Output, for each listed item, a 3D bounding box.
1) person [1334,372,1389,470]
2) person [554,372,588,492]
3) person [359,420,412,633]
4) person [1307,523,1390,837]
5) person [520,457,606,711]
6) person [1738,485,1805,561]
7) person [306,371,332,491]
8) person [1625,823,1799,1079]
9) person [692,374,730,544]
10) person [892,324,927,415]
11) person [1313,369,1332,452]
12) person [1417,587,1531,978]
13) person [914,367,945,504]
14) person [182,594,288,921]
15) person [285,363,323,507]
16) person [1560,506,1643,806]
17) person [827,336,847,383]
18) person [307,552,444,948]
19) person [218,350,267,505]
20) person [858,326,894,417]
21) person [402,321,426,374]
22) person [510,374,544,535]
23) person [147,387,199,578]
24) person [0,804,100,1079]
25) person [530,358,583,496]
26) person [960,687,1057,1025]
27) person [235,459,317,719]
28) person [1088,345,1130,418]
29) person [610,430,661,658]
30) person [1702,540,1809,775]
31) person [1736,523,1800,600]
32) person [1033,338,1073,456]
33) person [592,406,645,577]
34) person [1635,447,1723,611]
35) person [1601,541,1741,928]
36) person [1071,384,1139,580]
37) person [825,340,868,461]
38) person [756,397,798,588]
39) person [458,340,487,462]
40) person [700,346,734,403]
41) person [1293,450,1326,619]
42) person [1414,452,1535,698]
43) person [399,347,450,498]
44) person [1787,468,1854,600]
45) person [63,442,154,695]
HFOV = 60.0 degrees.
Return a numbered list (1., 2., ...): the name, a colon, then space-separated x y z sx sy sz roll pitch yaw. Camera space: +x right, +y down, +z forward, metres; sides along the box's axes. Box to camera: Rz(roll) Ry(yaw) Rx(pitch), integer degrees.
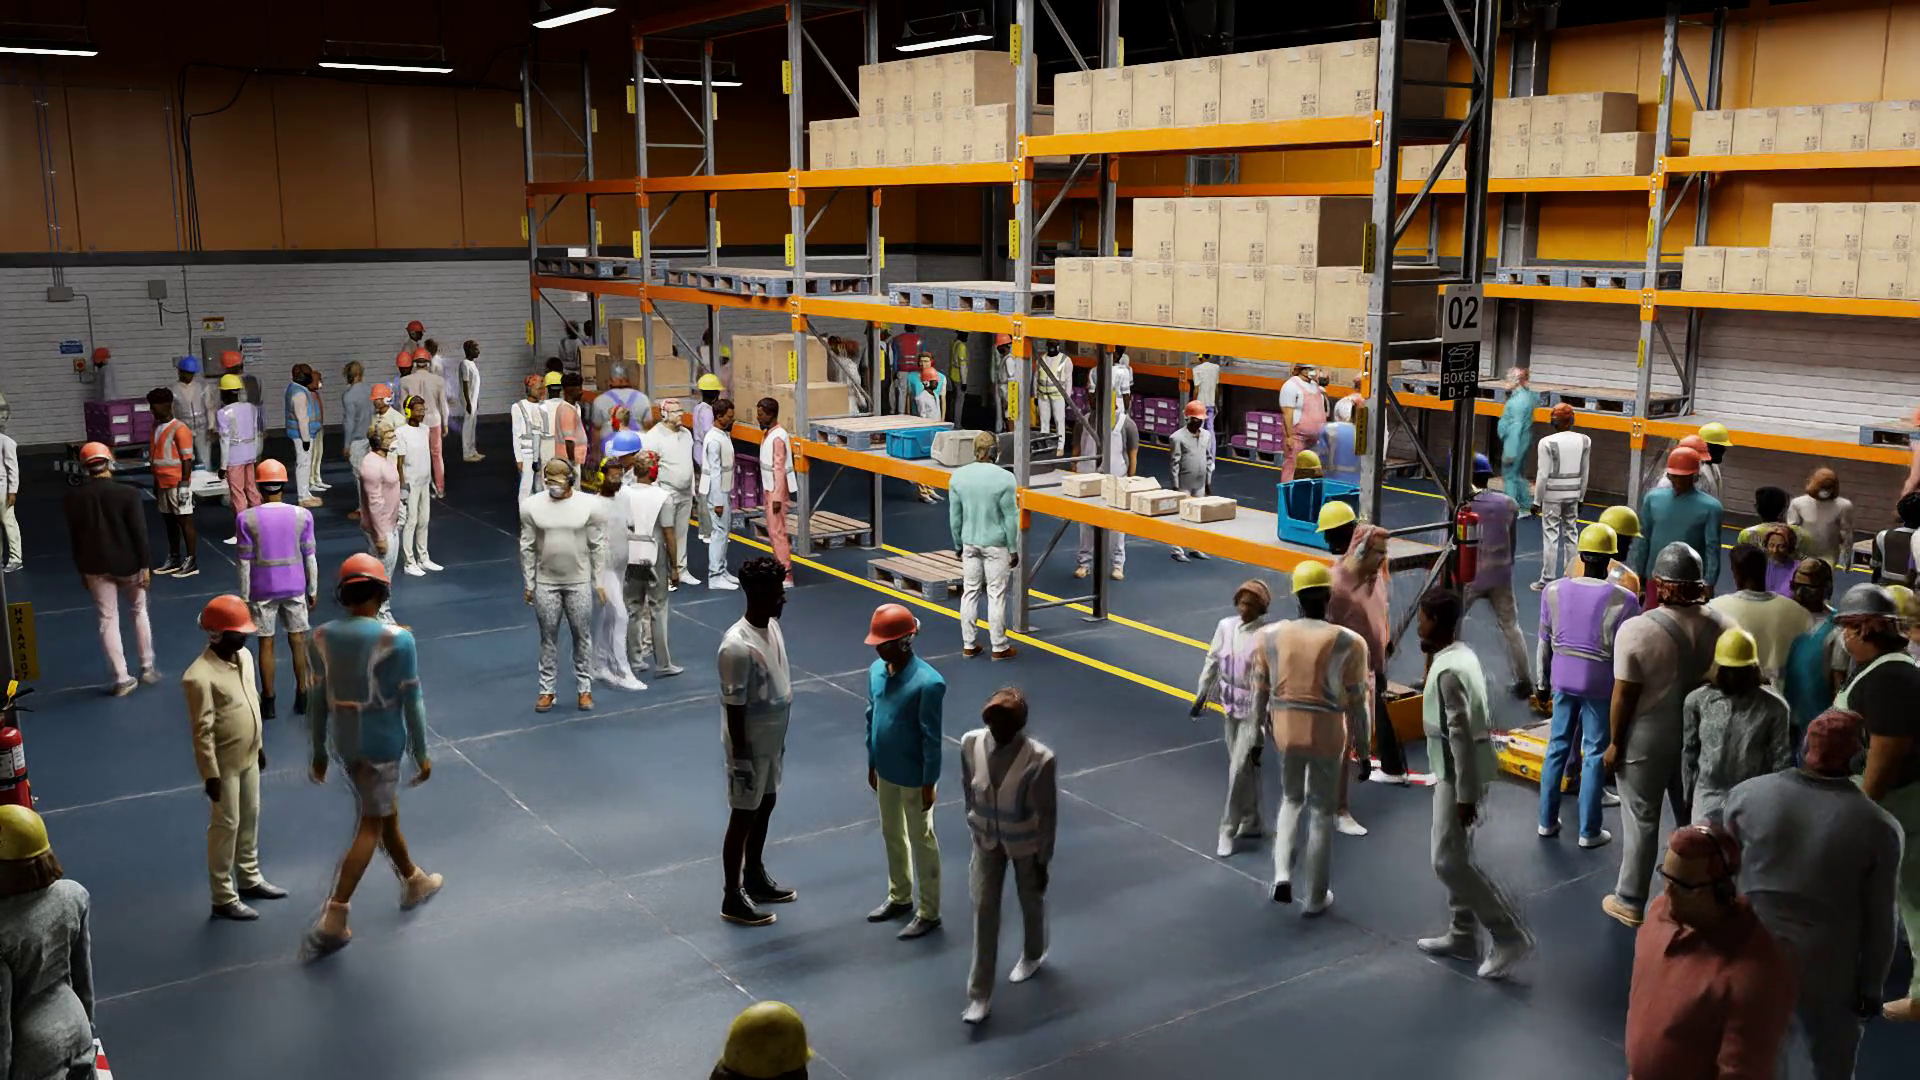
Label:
1. person: 4.653 -0.996 19.284 0.641 1.913 0.407 7 13 33
2. person: -4.360 -0.907 18.720 0.380 1.957 0.602 -3 12 -16
3. person: -5.026 -0.076 14.505 0.375 1.940 0.627 -2 11 -10
4. person: 2.295 0.805 10.155 0.621 1.880 0.690 9 14 40
5. person: -2.966 0.326 12.462 0.627 1.933 0.375 -1 11 -6
6. person: 6.198 0.403 12.788 0.534 1.660 0.824 1 11 3
7. person: -8.711 -1.470 22.451 0.281 1.625 0.517 0 11 -2
8. person: 2.173 1.782 5.153 0.782 1.874 0.653 -2 11 -12
9. person: -2.835 -0.919 18.844 0.363 1.928 0.587 -4 12 -19
10. person: -0.912 -3.073 30.128 0.626 1.836 0.431 0 11 1
11. person: 4.855 -1.486 22.488 0.309 1.641 0.514 1 11 6
12. person: 2.516 1.186 8.215 0.627 1.871 0.653 4 12 19
13. person: -0.389 -1.354 21.510 0.323 1.755 0.563 4 12 19
14. person: -3.833 1.138 8.799 0.355 1.742 0.574 1 11 5
15. person: -8.371 -1.337 21.242 0.431 1.836 0.618 -5 12 -26
16. person: 4.035 0.731 10.453 0.399 1.912 0.592 -4 12 -19
17. person: -1.910 -2.247 25.835 0.506 1.861 0.330 10 15 42
18. person: -3.087 1.068 8.584 0.628 1.978 1.020 4 12 20
19. person: -9.167 -1.436 21.311 0.482 2.006 0.637 2 11 12
20. person: -1.381 -2.471 26.498 0.536 2.000 0.683 7 13 32
21. person: -8.941 -2.609 27.356 0.408 1.986 0.617 0 11 2
22. person: -4.931 -0.979 19.286 0.358 1.880 0.575 8 13 34
23. person: -8.120 -0.597 17.113 0.603 1.961 0.368 7 13 33
24. person: -3.175 1.740 5.709 0.305 1.742 0.494 2 11 12
25. person: -5.350 -1.430 21.664 0.906 1.868 0.725 -6 13 -30
26. person: 0.226 1.426 7.734 0.521 1.566 0.914 5 12 22
27. person: -5.049 0.361 12.320 0.548 1.924 0.387 -7 13 -33
28. person: 2.095 -1.798 23.241 0.603 1.966 0.372 5 12 25
29. person: -2.737 0.031 13.976 0.423 1.933 0.622 -10 15 -43
30. person: 4.430 0.957 9.401 0.598 1.868 0.459 1 11 4
31. person: 5.559 0.690 11.377 0.524 1.631 0.313 7 13 31
32. person: 1.414 -2.212 25.686 0.633 1.841 0.429 5 12 25
33. person: -3.386 -0.453 16.762 0.767 1.809 0.582 7 13 34
34. person: 5.418 0.275 12.597 0.621 1.986 0.396 10 15 43
35. person: 3.675 1.006 8.703 0.684 2.000 0.535 -1 11 -4
36. person: 1.450 -0.606 16.954 0.687 2.000 0.538 3 11 14
37. person: -1.616 -2.098 25.152 1.026 1.829 0.589 -3 12 -16
38. person: -1.831 -0.476 16.650 0.391 1.904 0.599 -3 11 -14
39. person: -7.387 -2.098 25.122 0.348 1.838 0.505 -1 11 -5
40. person: -3.684 -2.095 25.367 0.544 1.728 0.454 -9 14 -38
41. person: 2.939 0.105 14.090 0.313 1.740 0.486 11 15 43
42. person: 4.002 0.276 12.836 0.744 1.908 0.515 -2 11 -10
43. person: -7.027 -1.533 21.850 0.618 1.986 0.408 -4 12 -18
44. person: 7.324 0.162 14.197 0.509 1.584 0.857 7 13 33
45. person: -6.669 0.203 13.092 0.614 1.932 0.849 -3 12 -16
